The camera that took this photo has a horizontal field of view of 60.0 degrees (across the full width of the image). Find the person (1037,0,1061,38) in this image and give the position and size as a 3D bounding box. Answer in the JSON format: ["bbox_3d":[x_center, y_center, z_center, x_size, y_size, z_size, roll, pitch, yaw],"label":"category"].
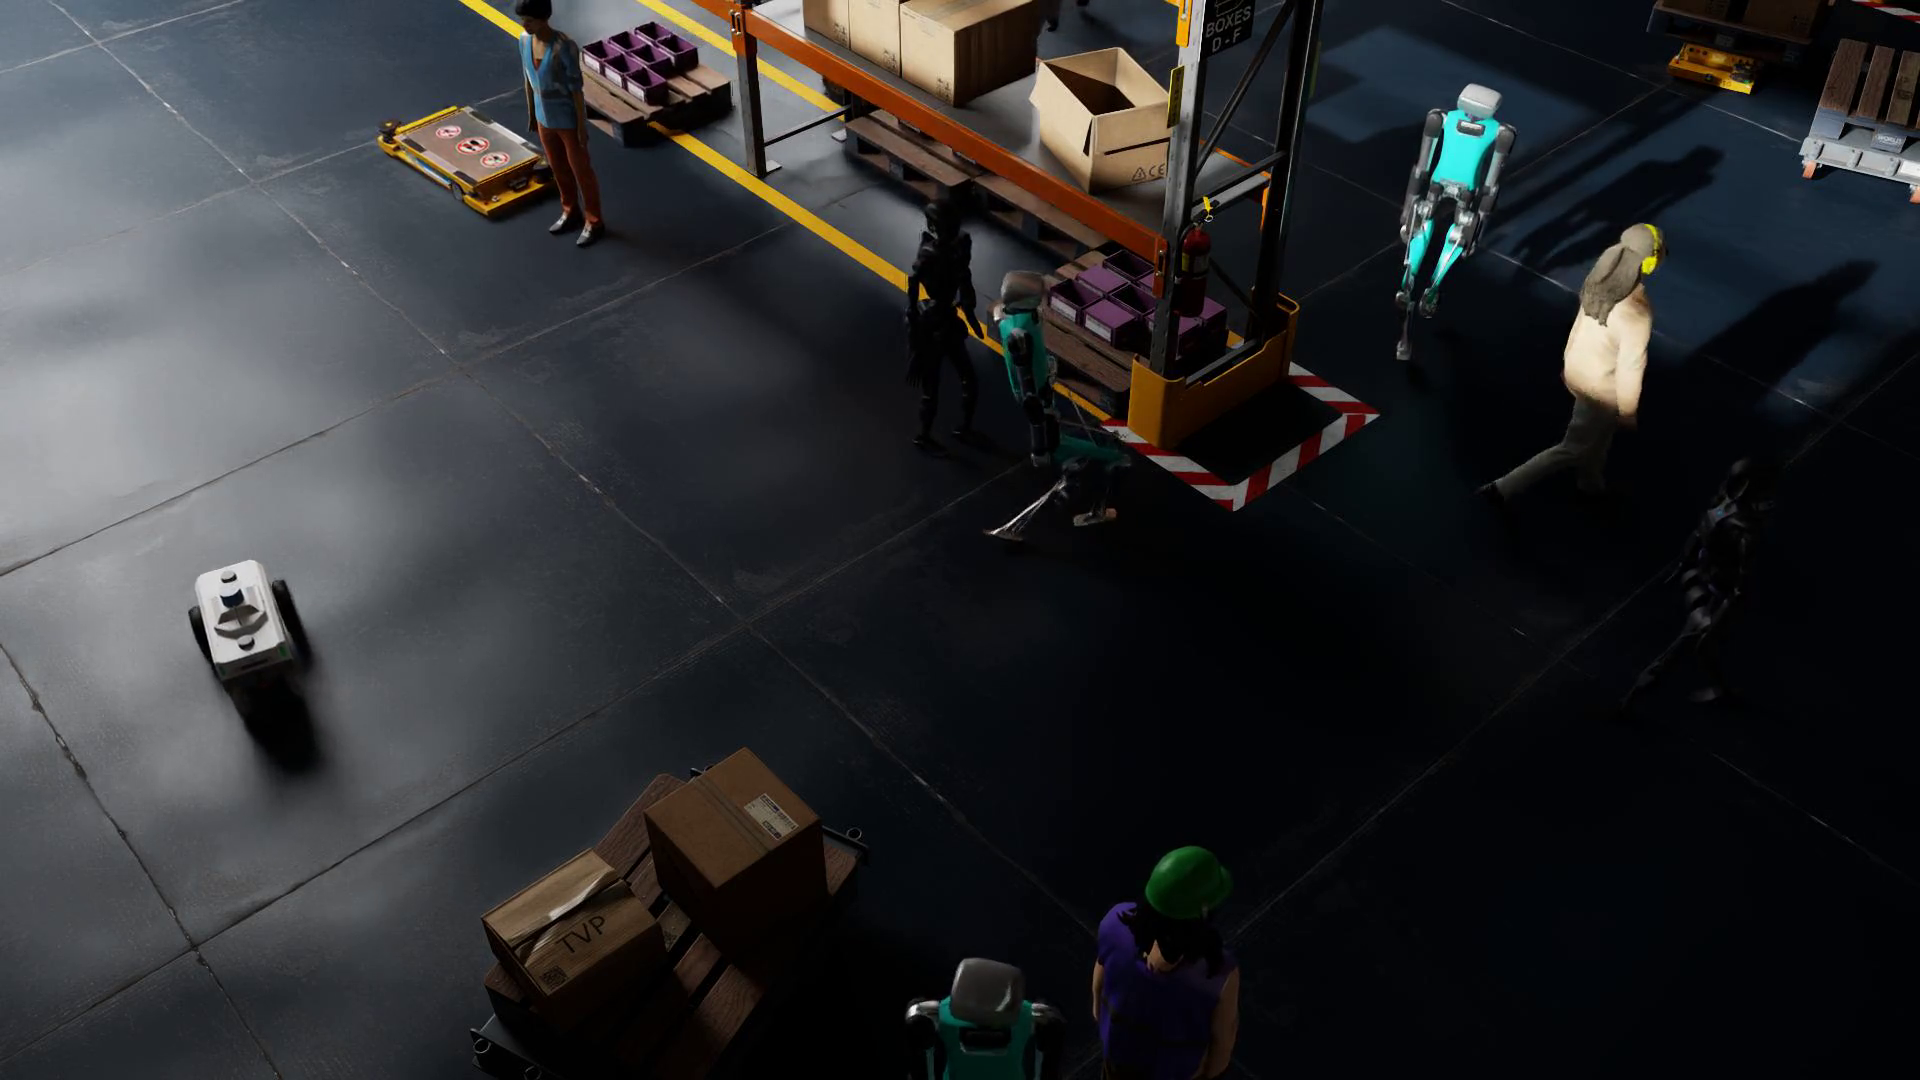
[{"bbox_3d":[0.330,-3.806,12.051,0.932,1.864,0.672,32,51,30],"label":"person"}]

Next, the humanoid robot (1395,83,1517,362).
[{"bbox_3d":[2.895,-1.826,10.001,0.560,1.731,1.023,15,45,15],"label":"humanoid robot"}]

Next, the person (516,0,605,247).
[{"bbox_3d":[-2.669,-2.803,11.045,0.496,1.759,0.333,22,47,22],"label":"person"}]

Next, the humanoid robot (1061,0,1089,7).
[{"bbox_3d":[0.890,-5.195,13.717,0.599,1.643,0.543,-14,45,-15],"label":"humanoid robot"}]

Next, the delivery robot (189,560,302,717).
[{"bbox_3d":[-3.607,0.446,8.396,0.499,0.591,0.768,-19,46,-20],"label":"delivery robot"}]

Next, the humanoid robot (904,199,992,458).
[{"bbox_3d":[-0.089,-1.156,9.304,0.367,1.649,0.611,27,49,26],"label":"humanoid robot"}]

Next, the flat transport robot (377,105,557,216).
[{"bbox_3d":[-3.592,-2.811,12.152,1.431,0.231,0.659,33,52,31],"label":"flat transport robot"}]

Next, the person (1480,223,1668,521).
[{"bbox_3d":[3.355,-0.858,8.868,0.862,1.845,0.559,-1,43,-1],"label":"person"}]

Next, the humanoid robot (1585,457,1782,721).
[{"bbox_3d":[3.537,0.255,7.815,0.791,1.627,0.598,3,43,3],"label":"humanoid robot"}]

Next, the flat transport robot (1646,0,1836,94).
[{"bbox_3d":[6.280,-4.062,13.513,0.659,0.231,1.431,24,48,23],"label":"flat transport robot"}]

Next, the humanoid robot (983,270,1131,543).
[{"bbox_3d":[0.618,-0.646,8.734,0.912,1.751,0.531,-2,43,-2],"label":"humanoid robot"}]

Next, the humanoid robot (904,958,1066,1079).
[{"bbox_3d":[0.077,2.245,5.589,0.530,1.800,0.837,0,43,1],"label":"humanoid robot"}]

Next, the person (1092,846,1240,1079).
[{"bbox_3d":[0.713,1.769,5.945,0.534,1.929,0.420,23,47,23],"label":"person"}]
